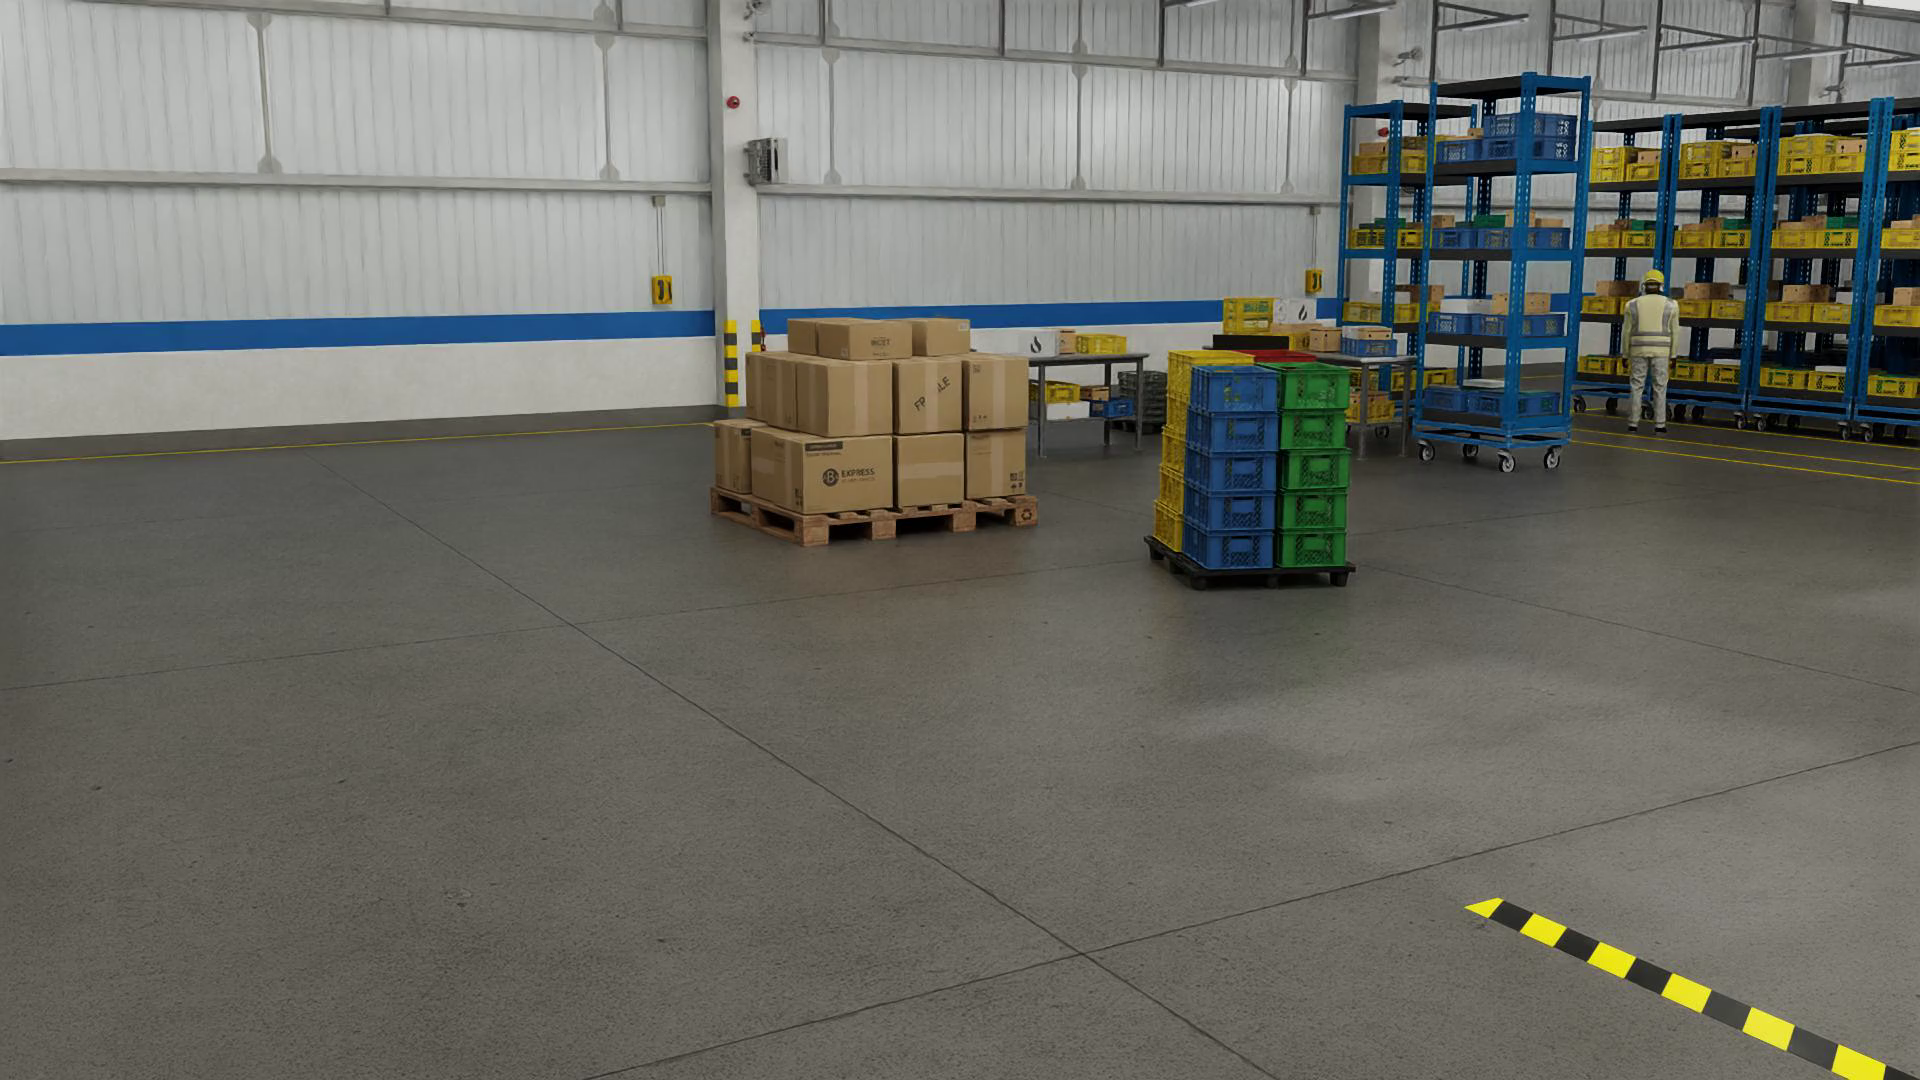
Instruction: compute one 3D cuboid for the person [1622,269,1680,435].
[{"bbox_3d":[7.617,-2.066,18.361,0.589,1.824,0.403,5,11,26],"label":"person"}]
